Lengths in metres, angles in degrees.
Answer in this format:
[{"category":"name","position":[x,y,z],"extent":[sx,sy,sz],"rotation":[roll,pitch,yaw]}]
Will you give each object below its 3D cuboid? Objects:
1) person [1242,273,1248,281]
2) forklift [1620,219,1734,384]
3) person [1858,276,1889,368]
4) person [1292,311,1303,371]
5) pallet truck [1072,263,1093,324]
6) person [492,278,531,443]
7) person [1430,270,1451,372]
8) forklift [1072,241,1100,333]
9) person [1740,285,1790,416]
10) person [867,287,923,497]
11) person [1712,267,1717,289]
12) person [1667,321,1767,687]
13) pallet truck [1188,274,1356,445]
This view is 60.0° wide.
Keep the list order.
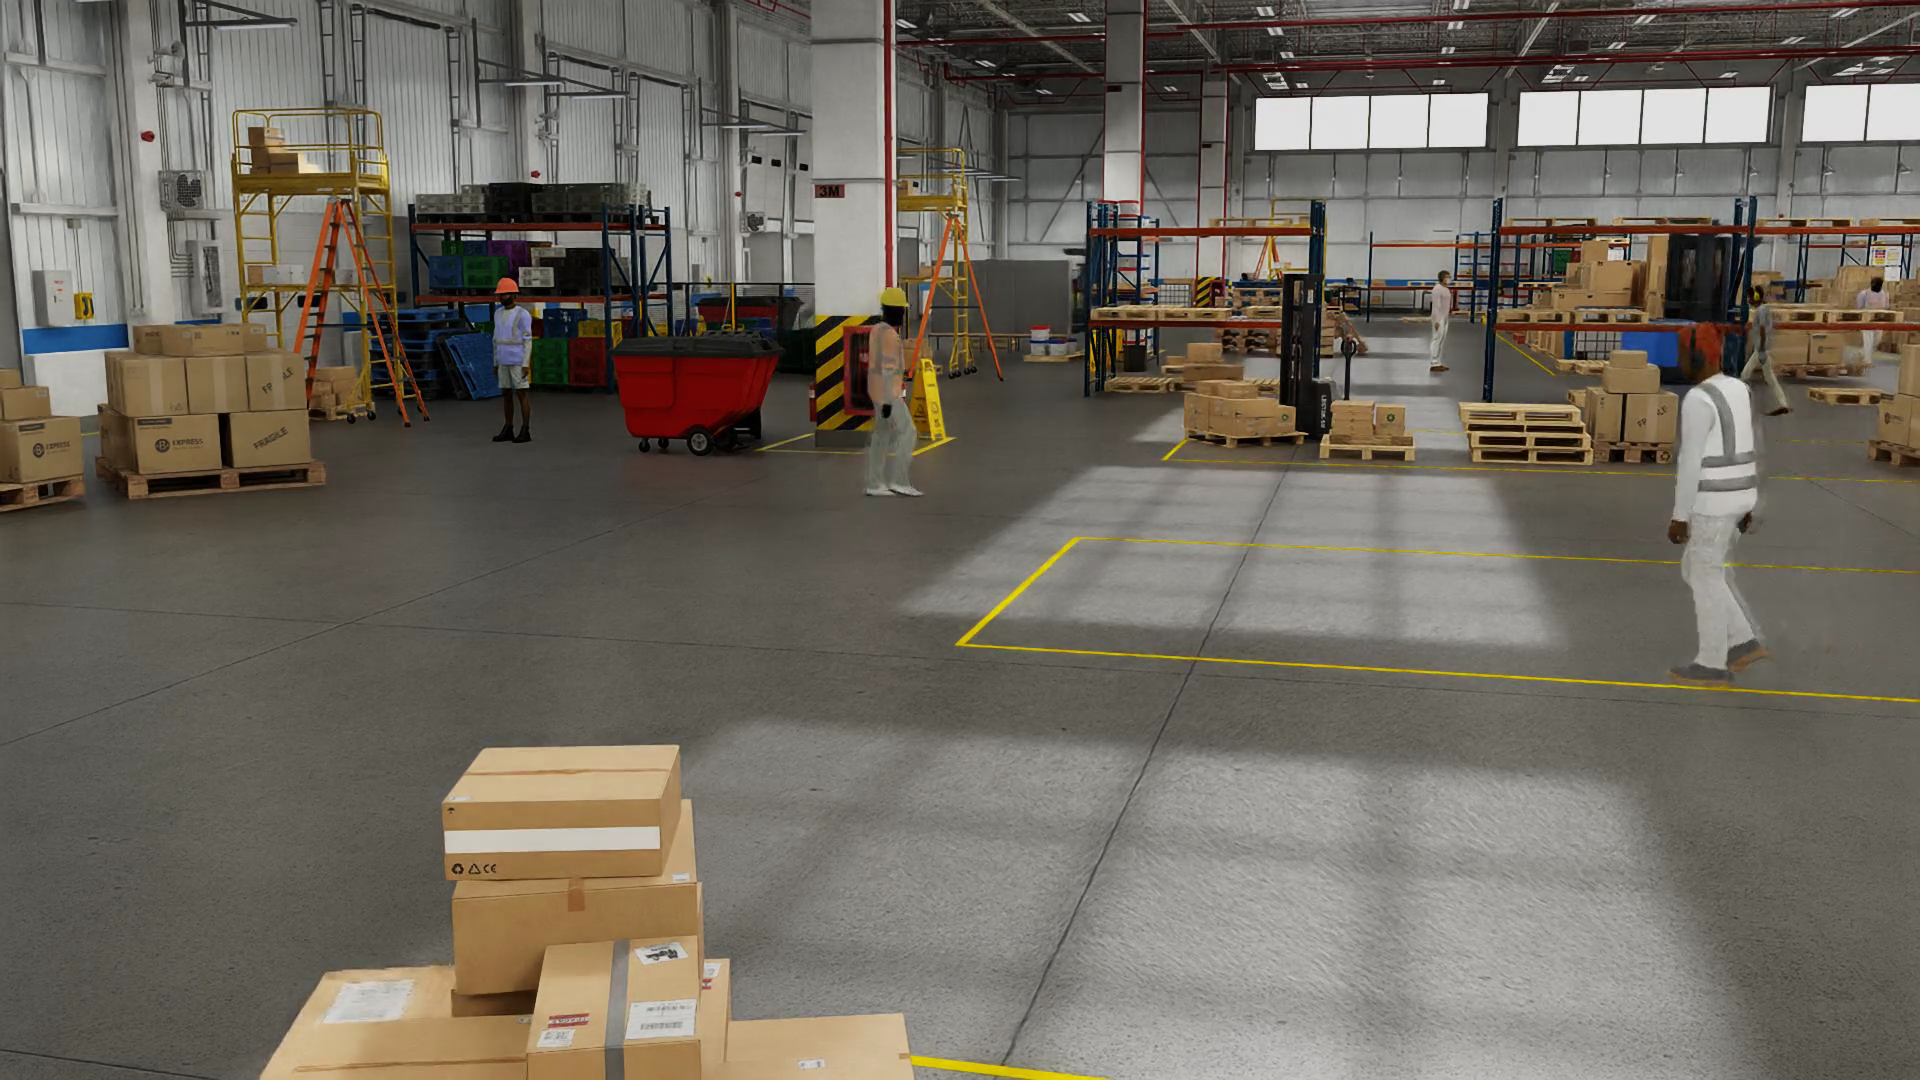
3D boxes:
[{"category":"person","position":[10.271,-8.703,59.269],"extent":[0.870,1.651,0.536],"rotation":[-4,10,-22]},{"category":"forklift","position":[12.593,-4.151,28.846],"extent":[1.873,2.768,1.129],"rotation":[-3,10,-15]},{"category":"person","position":[18.093,-4.331,33.049],"extent":[0.634,1.826,0.697],"rotation":[-1,10,-4]},{"category":"person","position":[6.610,-4.099,31.918],"extent":[0.336,1.734,0.487],"rotation":[6,12,33]},{"category":"pallet truck","position":[4.325,-8.180,55.162],"extent":[0.823,1.965,1.885],"rotation":[6,11,31]},{"category":"person","position":[-5.295,-2.109,19.595],"extent":[0.545,1.938,0.361],"rotation":[5,11,27]},{"category":"person","position":[9.221,-4.196,31.879],"extent":[0.372,1.940,0.630],"rotation":[6,11,32]},{"category":"forklift","position":[4.057,-7.290,47.330],"extent":[1.873,2.768,1.129],"rotation":[2,10,14]},{"category":"person","position":[10.982,-2.598,22.901],"extent":[1.017,1.794,0.587],"rotation":[7,12,35]},{"category":"person","position":[-0.580,-1.333,15.117],"extent":[0.629,1.908,0.600],"rotation":[-3,10,-18]},{"category":"person","position":[22.861,-7.399,50.793],"extent":[0.363,1.929,0.628],"rotation":[5,11,29]},{"category":"person","position":[3.797,-0.172,8.420],"extent":[0.417,1.865,0.578],"rotation":[9,13,42]},{"category":"pallet truck","position":[3.653,-2.138,19.590],"extent":[1.885,1.965,0.823],"rotation":[-4,10,-20]}]
